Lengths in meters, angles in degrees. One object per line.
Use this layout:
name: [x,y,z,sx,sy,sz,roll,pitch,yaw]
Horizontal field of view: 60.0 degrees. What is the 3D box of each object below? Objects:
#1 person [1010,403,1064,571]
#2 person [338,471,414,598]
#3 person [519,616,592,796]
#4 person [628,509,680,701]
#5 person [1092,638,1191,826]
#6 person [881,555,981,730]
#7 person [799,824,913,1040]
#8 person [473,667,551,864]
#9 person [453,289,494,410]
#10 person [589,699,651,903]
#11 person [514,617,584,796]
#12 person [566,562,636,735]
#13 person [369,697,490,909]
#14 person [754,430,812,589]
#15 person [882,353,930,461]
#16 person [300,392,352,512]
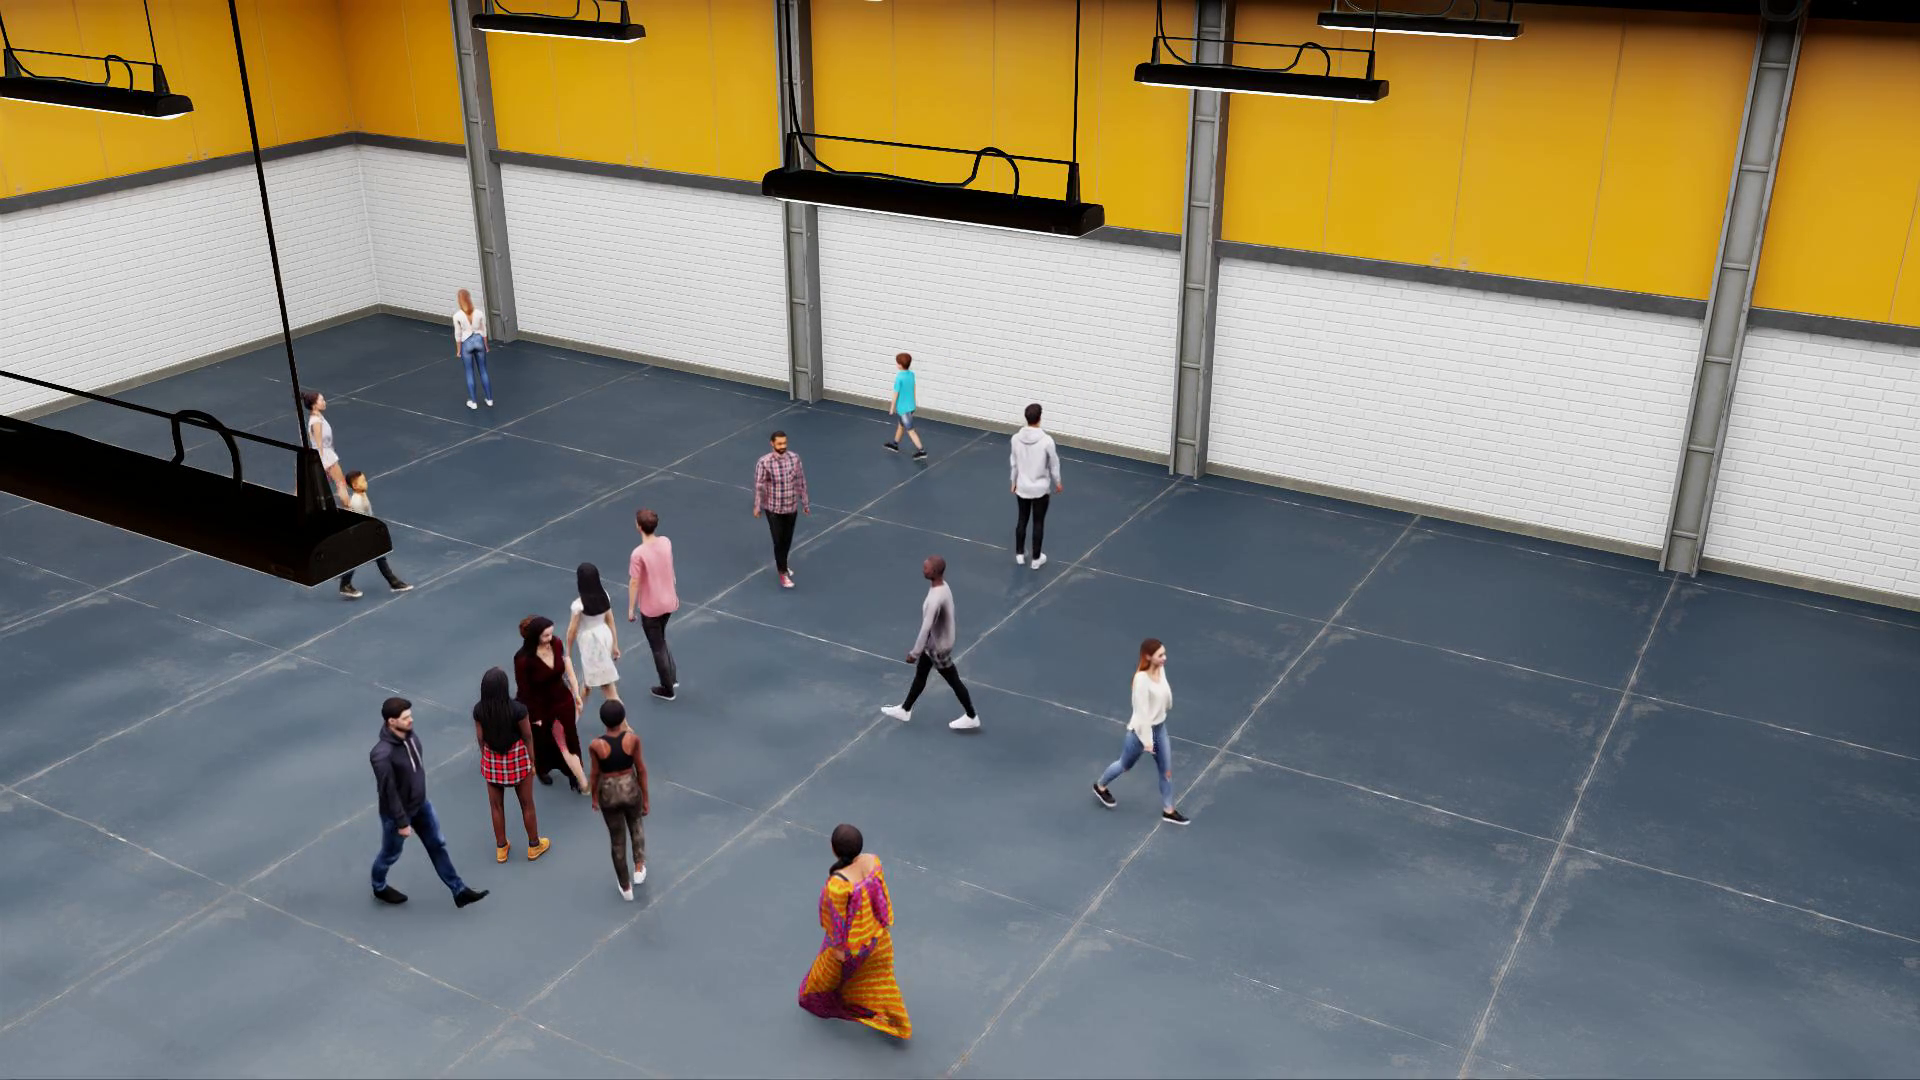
person: [0.808,-0.572,18.503,0.650,1.921,0.801,8,25,18]
person: [-6.481,-0.032,17.879,1.067,1.431,0.922,-3,24,-6]
person: [-3.410,1.444,14.287,0.779,1.605,1.153,-19,30,-37]
person: [-2.798,0.644,15.687,0.615,1.949,0.673,16,28,32]
person: [1.473,1.595,13.883,1.152,1.652,0.732,18,29,35]
person: [-0.092,0.987,15.185,1.237,1.723,1.017,0,24,-1]
person: [-0.678,2.690,11.380,1.225,1.650,0.780,18,29,35]
person: [-3.626,1.795,13.327,0.690,1.729,0.777,0,24,-1]
person: [-6.943,-2.734,23.698,0.685,1.722,0.680,-14,27,-28]
person: [-2.604,2.044,12.817,0.740,1.682,0.797,-9,25,-19]
person: [-3.630,1.390,14.279,0.982,1.710,0.797,19,30,36]
person: [-3.209,1.076,14.966,1.101,1.734,0.635,16,28,32]
person: [-4.314,2.039,12.648,1.287,1.827,0.944,5,24,12]
person: [-1.997,-0.397,18.336,1.000,1.735,1.111,-13,27,-28]
person: [-0.654,-1.730,21.782,0.991,1.417,0.565,15,28,30]
person: [-7.693,-0.988,19.887,1.046,1.575,1.030,-8,25,-18]
